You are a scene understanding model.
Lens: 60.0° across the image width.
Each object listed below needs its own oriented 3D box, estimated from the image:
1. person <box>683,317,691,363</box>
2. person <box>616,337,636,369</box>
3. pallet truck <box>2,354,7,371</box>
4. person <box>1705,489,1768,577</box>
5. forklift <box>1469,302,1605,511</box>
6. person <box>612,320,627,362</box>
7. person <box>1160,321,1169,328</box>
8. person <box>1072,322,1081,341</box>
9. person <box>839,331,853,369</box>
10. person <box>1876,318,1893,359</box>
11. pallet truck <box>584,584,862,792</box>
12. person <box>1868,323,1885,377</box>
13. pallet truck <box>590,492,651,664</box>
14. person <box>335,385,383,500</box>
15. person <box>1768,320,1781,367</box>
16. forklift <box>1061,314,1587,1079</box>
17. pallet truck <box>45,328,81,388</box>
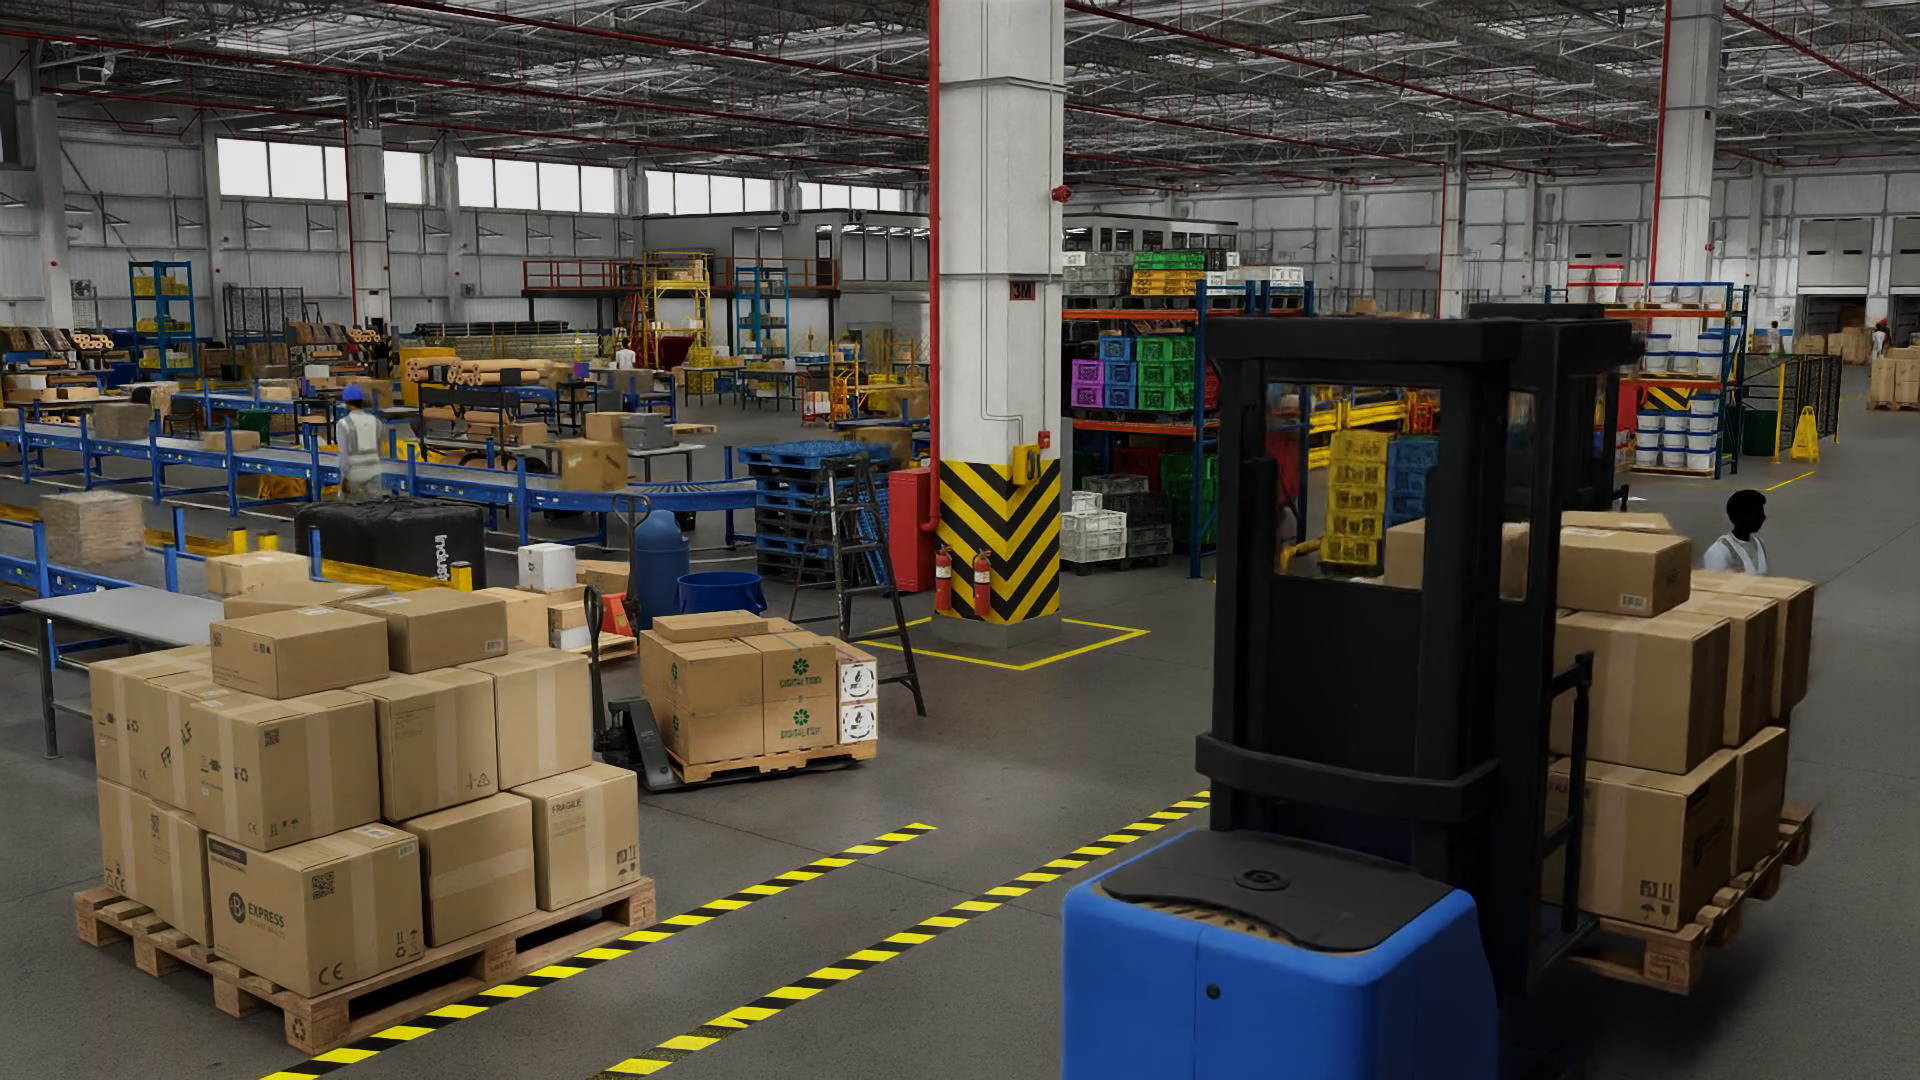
[{"bbox_3d":[-11.252,-8.257,68.752,0.371,1.929,0.585,0,8,-3],"label":"person"},{"bbox_3d":[-7.837,-3.844,39.188,0.513,1.875,0.325,1,9,10],"label":"person"},{"bbox_3d":[-24.881,-4.417,42.634,1.885,1.965,0.823,8,11,41],"label":"pallet truck"},{"bbox_3d":[4.841,0.516,10.420,0.533,1.691,0.322,-6,10,-34],"label":"person"},{"bbox_3d":[4.379,-0.438,12.852,1.129,2.768,1.873,7,11,37],"label":"forklift"},{"bbox_3d":[-12.988,-7.462,63.555,0.575,1.882,0.355,0,8,2],"label":"person"},{"bbox_3d":[6.554,-5.995,53.132,0.681,2.000,0.805,-5,10,-31],"label":"person"},{"bbox_3d":[4.157,-6.805,59.118,0.983,1.882,0.573,4,9,23],"label":"person"},{"bbox_3d":[-3.458,-5.540,51.077,0.527,1.742,0.779,-7,11,-40],"label":"person"},{"bbox_3d":[35.022,-7.412,62.932,0.625,1.952,0.924,-4,9,-23],"label":"person"},{"bbox_3d":[-1.426,0.805,10.019,1.601,1.201,0.680,-4,9,-26],"label":"pallet truck"},{"bbox_3d":[31.673,-6.555,57.472,0.520,1.874,0.327,-2,9,-11],"label":"person"},{"bbox_3d":[-3.115,0.344,12.883,0.653,1.274,1.630,7,11,37],"label":"pallet truck"},{"bbox_3d":[-6.593,-0.737,18.158,0.999,1.890,0.649,5,10,32],"label":"person"},{"bbox_3d":[31.996,-7.708,65.380,0.660,1.832,0.442,-5,10,-31],"label":"person"},{"bbox_3d":[1.242,0.667,5.400,1.129,2.768,1.873,7,11,37],"label":"forklift"},{"bbox_3d":[-23.775,-4.544,43.495,1.885,1.965,0.823,6,10,35],"label":"pallet truck"}]
